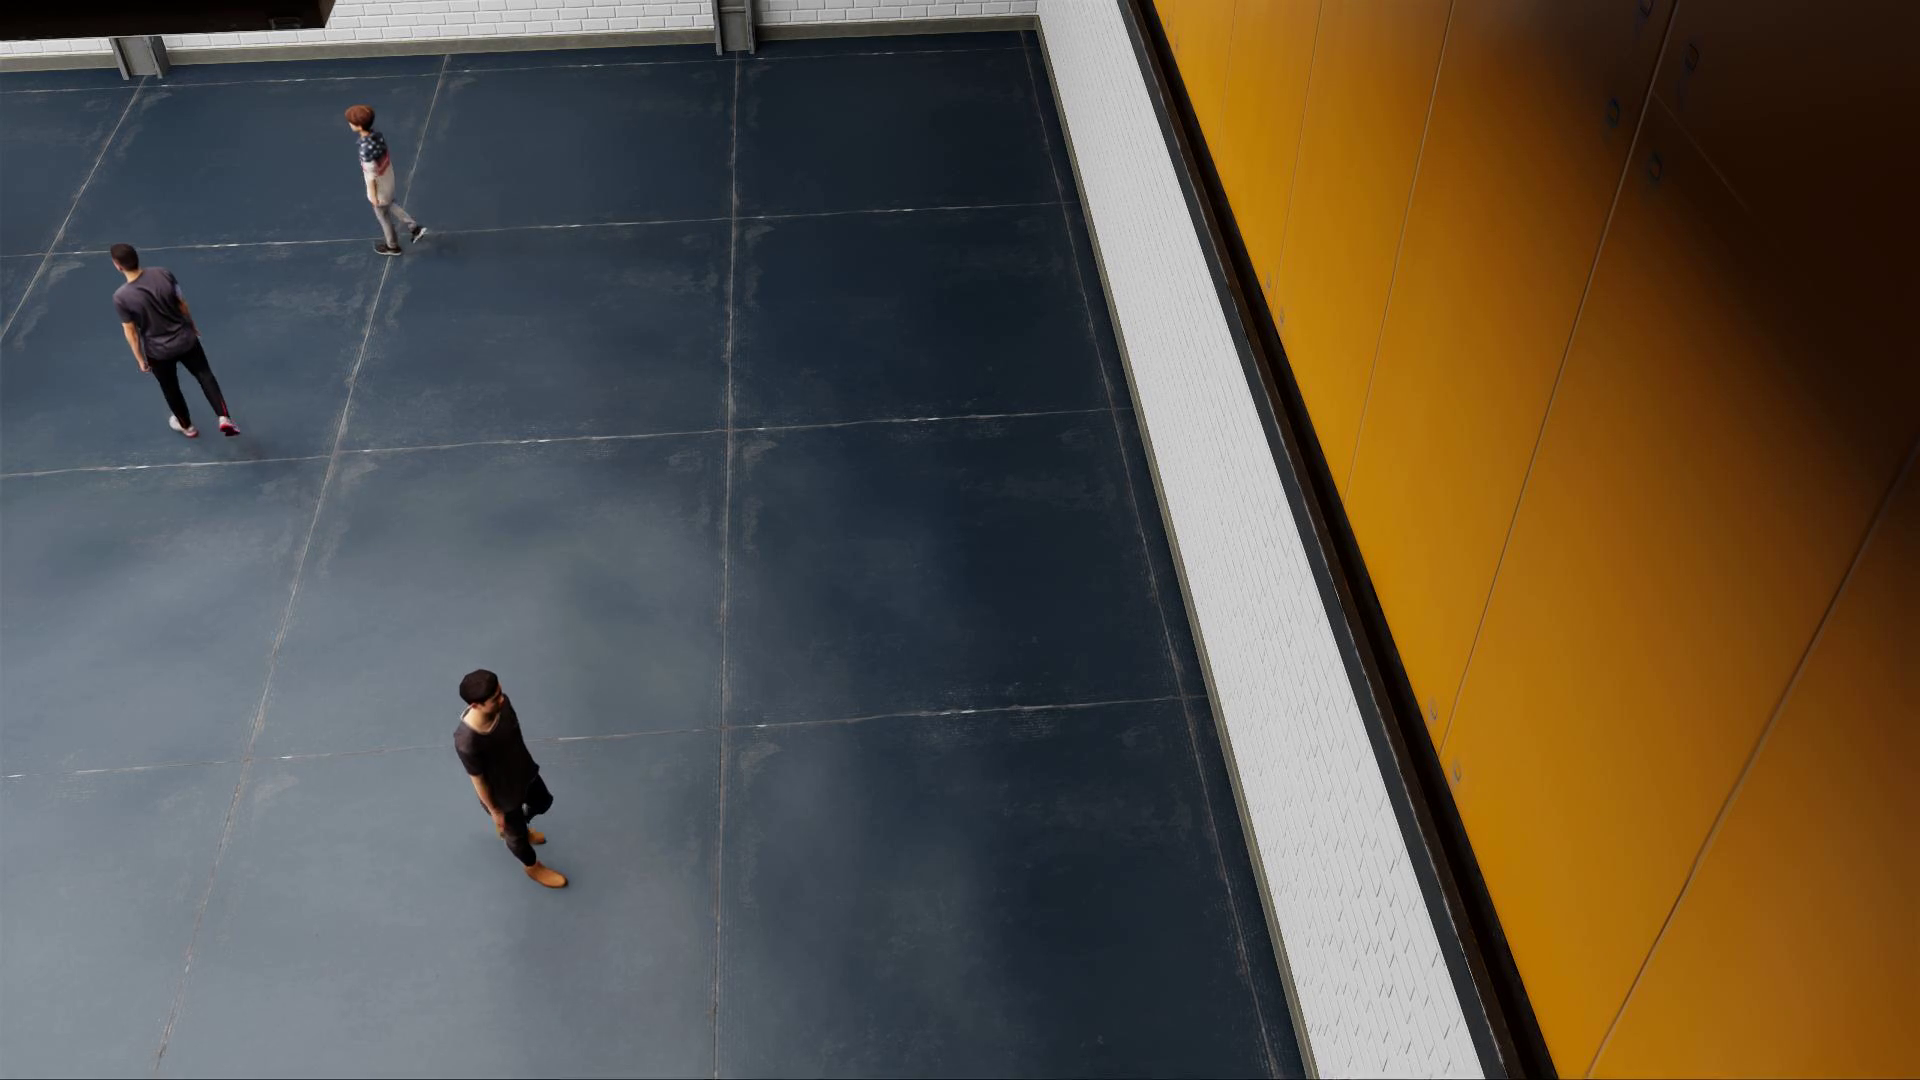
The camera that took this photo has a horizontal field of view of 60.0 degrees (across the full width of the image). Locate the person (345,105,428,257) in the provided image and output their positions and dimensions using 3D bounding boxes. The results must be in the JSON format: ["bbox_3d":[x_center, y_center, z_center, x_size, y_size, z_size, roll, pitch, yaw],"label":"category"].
[{"bbox_3d":[-4.878,-3.057,14.152,0.732,1.435,0.598,4,44,4],"label":"person"}]

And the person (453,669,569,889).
[{"bbox_3d":[-2.600,1.324,9.354,0.870,1.709,0.794,14,45,14],"label":"person"}]

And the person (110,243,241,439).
[{"bbox_3d":[-5.765,-1.415,12.200,1.051,1.750,1.009,33,53,30],"label":"person"}]
